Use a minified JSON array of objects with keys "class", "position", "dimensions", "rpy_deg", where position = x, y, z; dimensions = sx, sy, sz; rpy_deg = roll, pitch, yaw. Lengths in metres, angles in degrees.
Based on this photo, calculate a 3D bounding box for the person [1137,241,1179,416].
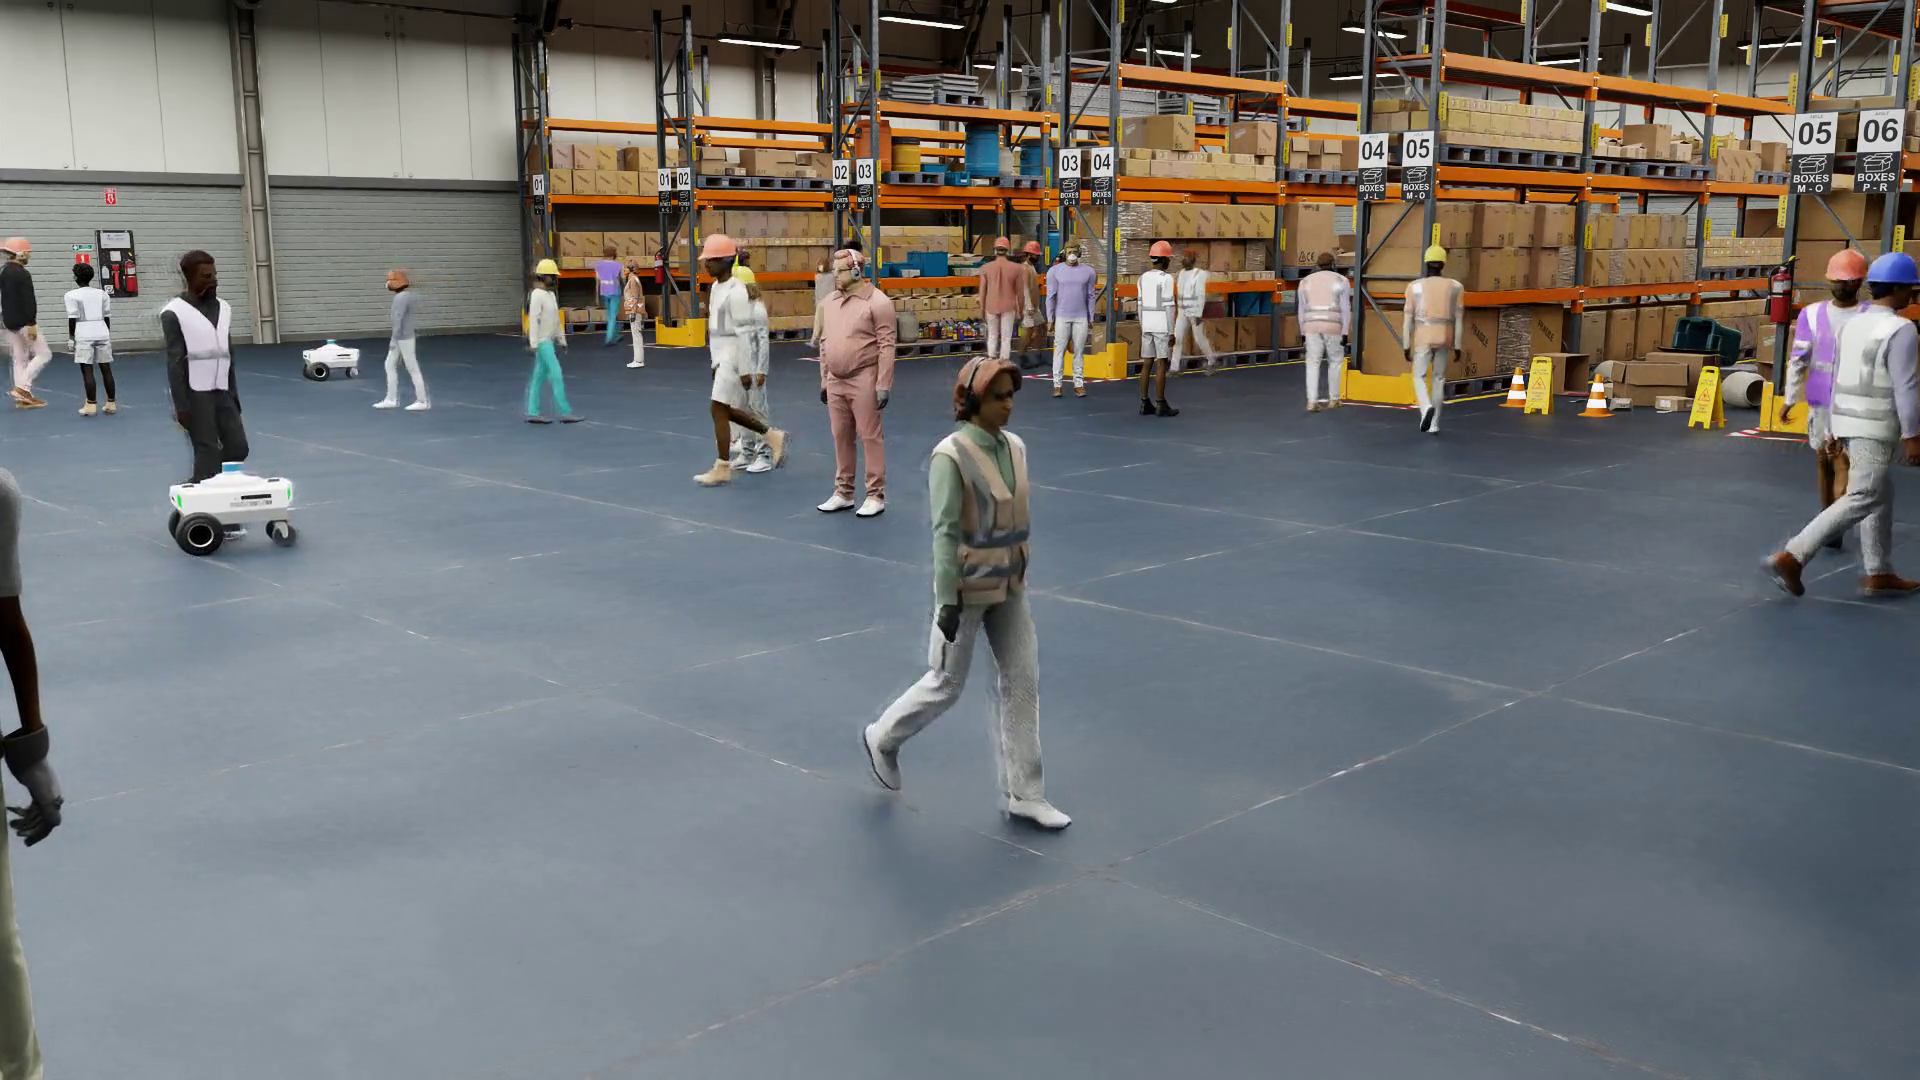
[{"class":"person","position":[2.226,-2.369,18.628],"dimensions":[0.359,1.938,0.547],"rpy_deg":[-7,13,-35]}]

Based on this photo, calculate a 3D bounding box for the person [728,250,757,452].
[{"class":"person","position":[-2.098,-1.771,15.569],"dimensions":[0.309,1.864,0.535],"rpy_deg":[-4,11,-21]}]

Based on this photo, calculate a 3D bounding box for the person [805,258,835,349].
[{"class":"person","position":[-2.393,-4.142,29.223],"dimensions":[0.522,1.581,0.842],"rpy_deg":[7,12,32]}]

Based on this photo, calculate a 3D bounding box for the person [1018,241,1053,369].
[{"class":"person","position":[1.192,-3.537,25.070],"dimensions":[0.680,1.906,0.599],"rpy_deg":[3,11,18]}]

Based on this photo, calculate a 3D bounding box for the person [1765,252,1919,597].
[{"class":"person","position":[4.922,-0.614,9.135],"dimensions":[0.885,1.917,0.612],"rpy_deg":[1,10,3]}]

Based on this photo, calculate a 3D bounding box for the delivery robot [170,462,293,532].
[{"class":"delivery robot","position":[-4.713,-0.263,10.780],"dimensions":[0.707,0.478,0.477],"rpy_deg":[-6,12,-30]}]

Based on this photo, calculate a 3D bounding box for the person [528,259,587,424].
[{"class":"person","position":[-4.280,-2.094,17.643],"dimensions":[0.787,1.733,0.553],"rpy_deg":[1,10,4]}]

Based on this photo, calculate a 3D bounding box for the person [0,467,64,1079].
[{"class":"person","position":[-2.113,0.471,3.359],"dimensions":[0.510,1.863,0.311],"rpy_deg":[-8,13,-38]}]

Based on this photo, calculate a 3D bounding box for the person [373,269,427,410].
[{"class":"person","position":[-6.483,-2.284,19.066],"dimensions":[0.702,1.607,0.505],"rpy_deg":[-5,11,-24]}]

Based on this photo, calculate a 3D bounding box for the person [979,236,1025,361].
[{"class":"person","position":[0.600,-3.226,23.185],"dimensions":[0.622,1.976,0.614],"rpy_deg":[2,11,12]}]

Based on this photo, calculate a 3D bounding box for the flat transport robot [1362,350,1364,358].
[{"class":"flat transport robot","position":[7.185,-3.116,27.364],"dimensions":[1.431,0.197,0.652],"rpy_deg":[-9,14,-42]}]

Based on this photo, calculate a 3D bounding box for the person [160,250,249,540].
[{"class":"person","position":[-5.019,-0.958,11.017],"dimensions":[0.487,1.906,0.620],"rpy_deg":[2,11,13]}]

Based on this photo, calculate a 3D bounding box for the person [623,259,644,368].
[{"class":"person","position":[-4.951,-3.434,25.249],"dimensions":[0.309,1.639,0.522],"rpy_deg":[-2,11,-11]}]

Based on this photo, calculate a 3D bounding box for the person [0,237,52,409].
[{"class":"person","position":[-10.859,-2.516,19.301],"dimensions":[0.647,1.979,0.437],"rpy_deg":[8,13,36]}]

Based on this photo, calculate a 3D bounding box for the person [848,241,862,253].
[{"class":"person","position":[-1.883,-4.220,28.841],"dimensions":[0.617,1.895,1.055],"rpy_deg":[9,13,39]}]

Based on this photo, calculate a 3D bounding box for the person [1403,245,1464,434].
[{"class":"person","position":[4.760,-2.000,16.714],"dimensions":[0.597,1.910,0.609],"rpy_deg":[1,10,3]}]

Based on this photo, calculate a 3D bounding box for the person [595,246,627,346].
[{"class":"person","position":[-6.367,-4.478,30.531],"dimensions":[0.574,1.789,1.007],"rpy_deg":[3,11,15]}]

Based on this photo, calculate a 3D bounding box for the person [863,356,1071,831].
[{"class":"person","position":[0.010,0.164,5.729],"dimensions":[0.775,1.607,0.517],"rpy_deg":[8,13,37]}]

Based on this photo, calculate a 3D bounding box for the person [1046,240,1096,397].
[{"class":"person","position":[1.383,-2.756,20.731],"dimensions":[0.638,1.938,0.357],"rpy_deg":[-2,11,-8]}]

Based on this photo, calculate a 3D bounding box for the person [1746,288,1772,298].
[{"class":"person","position":[15.160,-4.622,31.333],"dimensions":[0.953,1.785,0.609],"rpy_deg":[-9,14,-40]}]

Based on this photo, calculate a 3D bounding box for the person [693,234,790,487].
[{"class":"person","position":[-1.785,-1.461,13.464],"dimensions":[0.779,2.015,0.610],"rpy_deg":[-4,11,-20]}]

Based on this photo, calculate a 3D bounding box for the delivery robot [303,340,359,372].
[{"class":"delivery robot","position":[-8.808,-2.564,23.312],"dimensions":[0.707,0.478,0.477],"rpy_deg":[-7,13,-33]}]

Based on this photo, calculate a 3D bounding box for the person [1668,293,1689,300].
[{"class":"person","position":[15.063,-5.342,34.871],"dimensions":[0.545,1.929,0.389],"rpy_deg":[-2,11,-9]}]

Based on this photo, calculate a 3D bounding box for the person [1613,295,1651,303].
[{"class":"person","position":[12.589,-4.685,31.137],"dimensions":[0.631,1.992,1.064],"rpy_deg":[7,12,33]}]

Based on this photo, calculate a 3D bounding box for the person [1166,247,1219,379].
[{"class":"person","position":[3.329,-3.235,23.634],"dimensions":[0.958,1.846,0.589],"rpy_deg":[-8,13,-38]}]

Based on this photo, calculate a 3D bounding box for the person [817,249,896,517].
[{"class":"person","position":[-0.773,-1.124,11.937],"dimensions":[0.651,1.901,0.402],"rpy_deg":[8,13,38]}]

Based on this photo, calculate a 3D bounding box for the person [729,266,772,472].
[{"class":"person","position":[-1.819,-1.454,14.175],"dimensions":[0.324,1.740,0.492],"rpy_deg":[-9,14,-40]}]

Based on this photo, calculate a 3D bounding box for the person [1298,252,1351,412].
[{"class":"person","position":[4.194,-2.395,19.137],"dimensions":[0.637,1.799,0.851],"rpy_deg":[5,11,25]}]

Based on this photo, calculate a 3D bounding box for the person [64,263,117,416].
[{"class":"person","position":[-9.746,-2.249,18.631],"dimensions":[0.321,1.696,0.537],"rpy_deg":[5,12,27]}]

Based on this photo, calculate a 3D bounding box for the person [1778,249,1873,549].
[{"class":"person","position":[5.601,-0.897,10.692],"dimensions":[0.560,1.903,0.850],"rpy_deg":[10,14,43]}]
